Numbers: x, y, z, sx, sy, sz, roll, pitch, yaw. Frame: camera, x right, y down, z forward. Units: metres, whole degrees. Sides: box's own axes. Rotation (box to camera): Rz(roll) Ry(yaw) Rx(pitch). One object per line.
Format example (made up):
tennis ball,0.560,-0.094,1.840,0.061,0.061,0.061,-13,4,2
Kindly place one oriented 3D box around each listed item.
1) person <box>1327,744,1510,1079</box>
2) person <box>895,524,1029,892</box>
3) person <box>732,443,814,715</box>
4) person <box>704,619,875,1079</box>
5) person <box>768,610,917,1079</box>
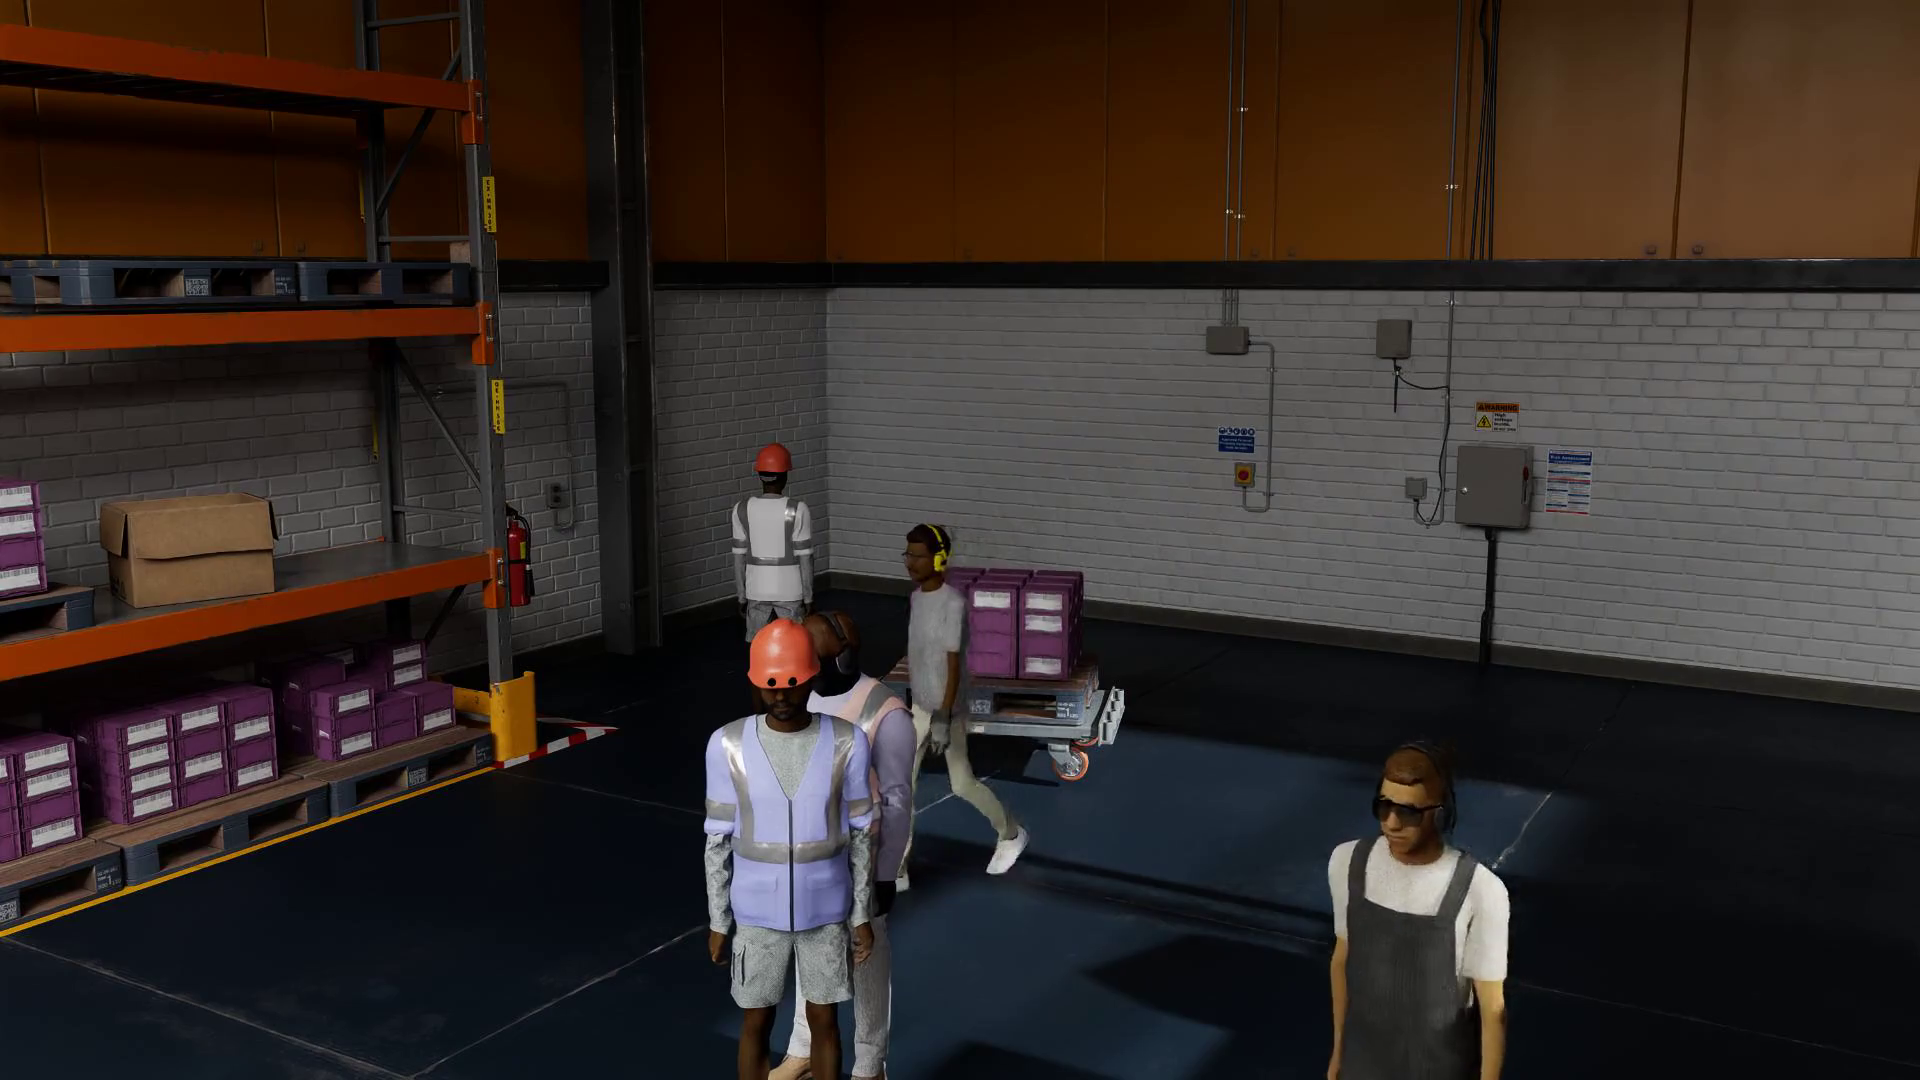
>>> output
person,1.241,1.417,4.542,0.523,1.804,0.951,6,11,34
person,-0.062,0.818,8.177,0.932,1.840,0.514,-6,11,-35
person,-1.200,0.338,10.830,0.543,1.939,0.360,2,9,11
person,-0.552,1.204,5.429,0.553,1.935,0.362,-1,9,-6
person,-0.466,1.156,6.046,0.620,1.838,0.430,7,11,36
